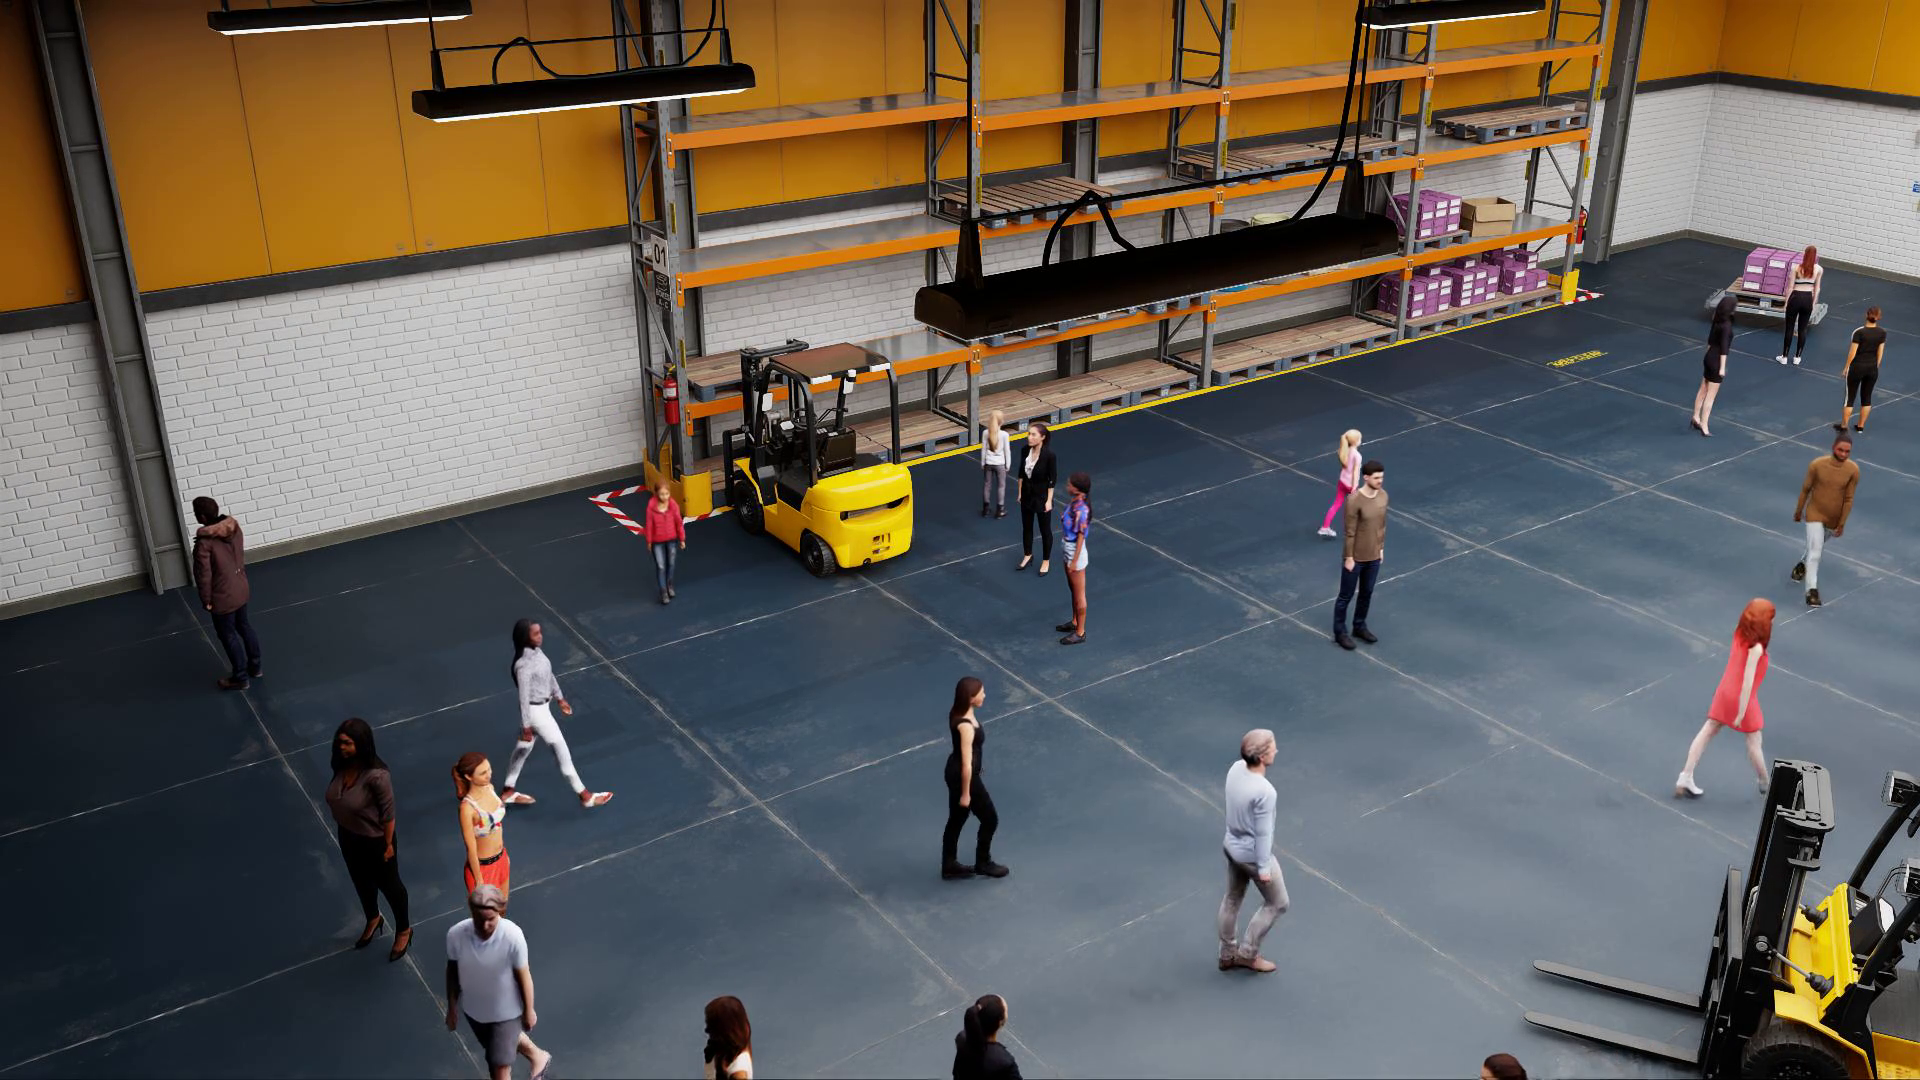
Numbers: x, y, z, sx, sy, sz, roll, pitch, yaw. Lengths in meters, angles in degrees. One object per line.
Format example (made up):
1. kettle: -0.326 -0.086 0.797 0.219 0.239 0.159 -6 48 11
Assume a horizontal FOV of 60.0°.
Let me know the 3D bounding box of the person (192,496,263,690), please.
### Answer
1. person: -6.659 0.458 15.103 0.918 1.843 0.850 5 24 11

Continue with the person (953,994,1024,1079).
1. person: 0.111 3.216 8.988 0.910 1.687 0.657 -21 31 -39

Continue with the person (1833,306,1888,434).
1. person: 11.616 -2.196 21.394 0.645 1.668 0.725 1 24 3

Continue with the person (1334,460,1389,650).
1. person: 3.822 0.114 15.836 0.530 1.887 0.723 -13 27 -27

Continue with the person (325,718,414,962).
1. person: -4.073 2.046 11.472 0.740 1.841 0.747 12 26 26

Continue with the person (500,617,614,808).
1. person: -3.431 1.401 13.157 1.225 1.675 1.031 -1 24 -2

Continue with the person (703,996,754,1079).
1. person: -1.201 3.182 8.949 0.590 1.782 0.635 -10 25 -21

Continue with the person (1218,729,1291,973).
1. person: 1.877 2.133 11.219 0.738 1.885 0.758 -7 25 -16

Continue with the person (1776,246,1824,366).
1. person: 12.162 -3.402 24.061 0.665 1.741 0.724 4 24 10

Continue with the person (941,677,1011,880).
1. person: -0.039 1.786 12.277 0.864 1.673 0.785 -4 24 -8

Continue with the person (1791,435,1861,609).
1. person: 8.721 -0.260 16.849 1.125 1.761 1.257 8 25 18

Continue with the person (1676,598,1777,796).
1. person: 6.085 1.298 13.255 1.192 1.784 1.029 0 24 -1

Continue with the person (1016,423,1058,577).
1. person: 0.807 -0.442 17.387 0.666 1.662 0.657 16 29 33

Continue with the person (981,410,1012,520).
1. person: 0.391 -0.859 18.822 0.586 1.277 0.636 7 25 16

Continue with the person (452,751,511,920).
1. person: -3.181 2.201 11.181 0.738 1.791 0.676 4 24 10

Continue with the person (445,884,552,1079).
1. person: -2.733 2.745 9.937 1.119 1.791 1.228 6 24 14

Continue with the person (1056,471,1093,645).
1. person: 1.113 0.147 15.932 0.676 1.750 0.667 -2 24 -4

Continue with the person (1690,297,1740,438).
1. person: 9.671 -2.237 21.319 0.705 1.803 0.667 2 24 4

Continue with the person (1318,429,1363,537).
1. person: 4.215 -0.601 18.272 0.923 1.246 0.592 -10 26 -22

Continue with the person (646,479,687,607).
1. person: -3.005 -0.018 16.872 0.757 1.298 0.705 -8 25 -18
